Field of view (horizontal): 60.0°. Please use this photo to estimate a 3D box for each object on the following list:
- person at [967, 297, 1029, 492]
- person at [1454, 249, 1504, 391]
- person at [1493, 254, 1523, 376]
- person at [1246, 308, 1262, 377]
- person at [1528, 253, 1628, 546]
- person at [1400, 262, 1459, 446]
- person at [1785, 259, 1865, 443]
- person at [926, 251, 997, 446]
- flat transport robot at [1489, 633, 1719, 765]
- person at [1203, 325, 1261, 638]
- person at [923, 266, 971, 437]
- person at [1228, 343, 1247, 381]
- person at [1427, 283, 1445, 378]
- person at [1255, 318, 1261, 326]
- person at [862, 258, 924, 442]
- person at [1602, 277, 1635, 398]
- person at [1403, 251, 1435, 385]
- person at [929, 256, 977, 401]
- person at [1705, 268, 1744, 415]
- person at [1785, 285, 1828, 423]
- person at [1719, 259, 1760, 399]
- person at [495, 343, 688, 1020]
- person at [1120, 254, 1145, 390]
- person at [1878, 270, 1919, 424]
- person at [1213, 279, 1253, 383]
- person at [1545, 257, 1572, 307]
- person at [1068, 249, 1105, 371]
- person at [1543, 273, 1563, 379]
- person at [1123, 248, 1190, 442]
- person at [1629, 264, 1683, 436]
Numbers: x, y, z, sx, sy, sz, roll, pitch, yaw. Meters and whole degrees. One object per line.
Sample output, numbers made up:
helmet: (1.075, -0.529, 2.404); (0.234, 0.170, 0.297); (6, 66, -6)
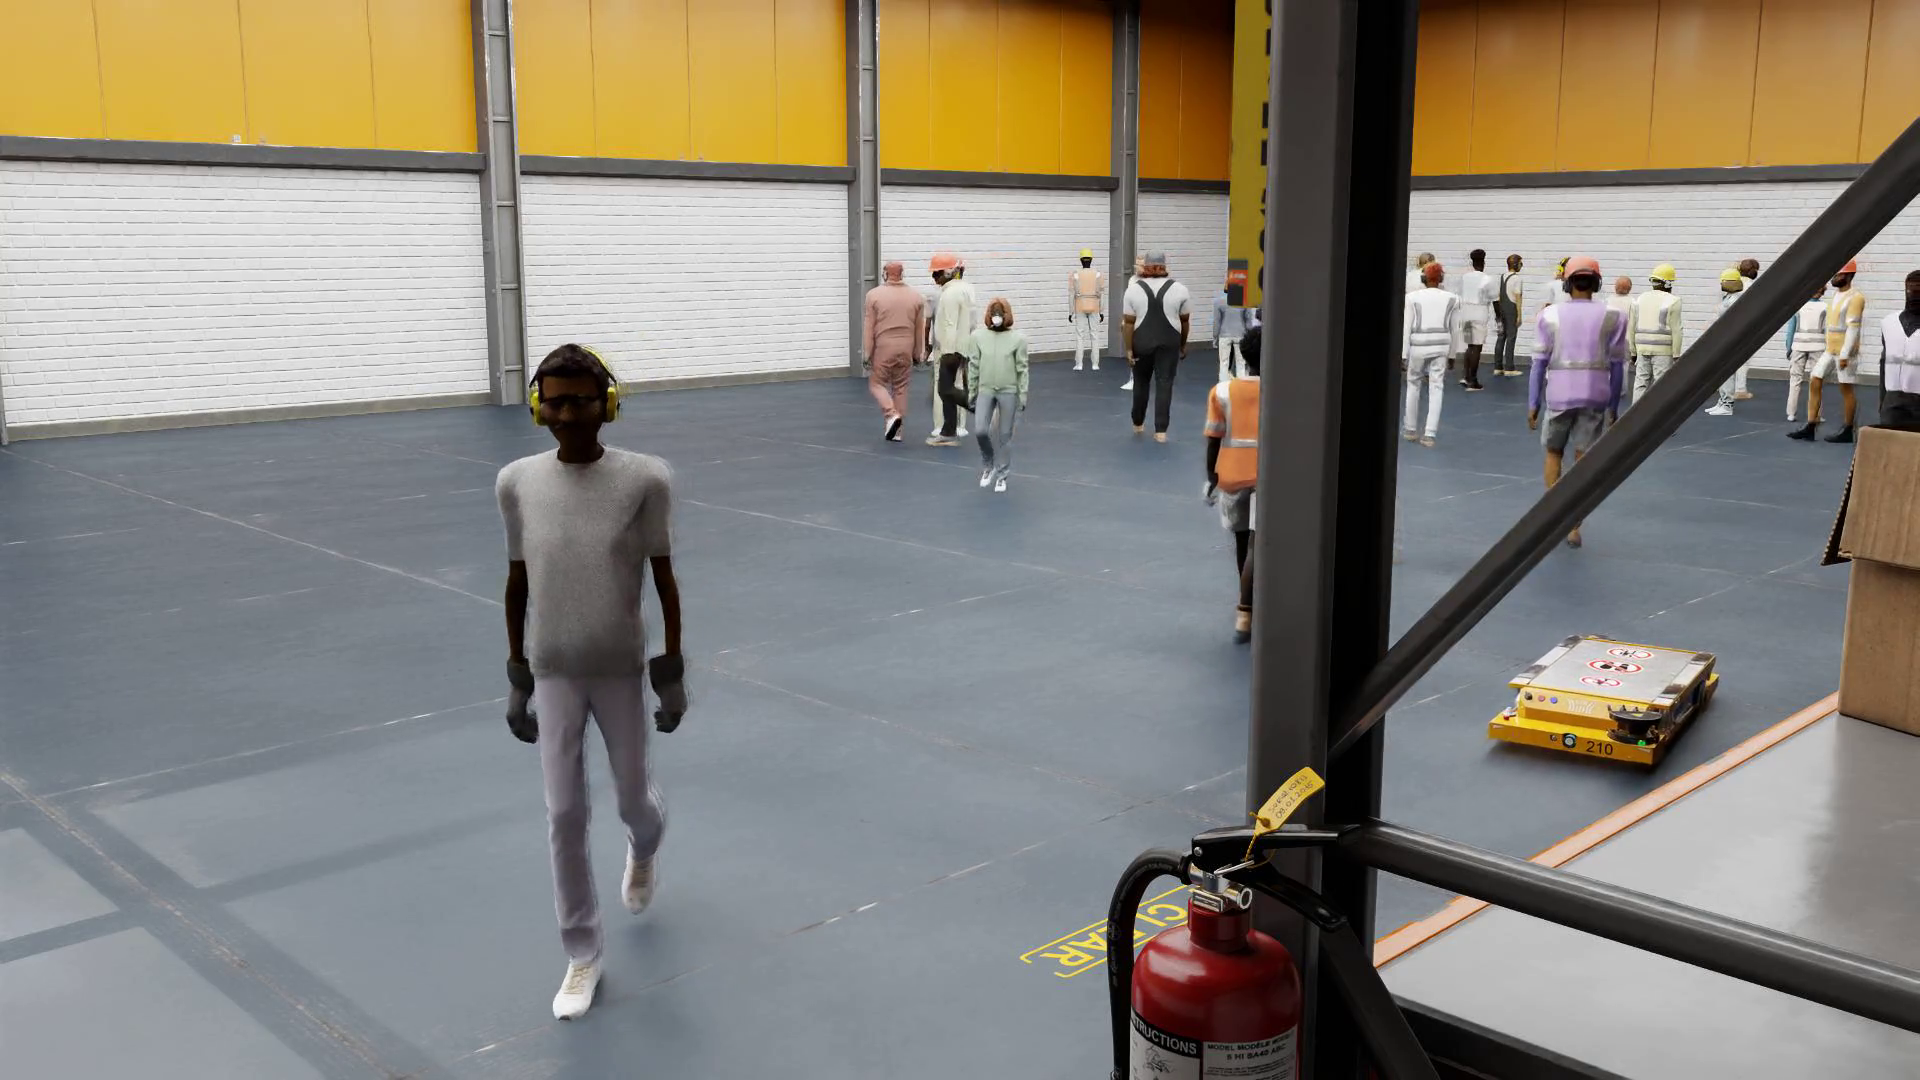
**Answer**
person: (0.313, -1.206, 13.837); (0.520, 1.620, 0.341); (2, 11, 9)
person: (7.143, -3.026, 22.911); (0.481, 1.942, 0.651); (-9, 14, -39)
person: (8.354, -3.410, 25.274); (0.339, 1.845, 0.507); (-4, 11, -20)
person: (2.075, -0.805, 11.128); (0.496, 1.829, 0.674); (2, 11, 8)
person: (4.268, -0.968, 11.521); (0.616, 2.010, 0.525); (4, 11, 20)
person: (4.795, -1.919, 17.115); (0.612, 1.850, 0.853); (1, 10, 3)
person: (8.897, -1.940, 17.060); (0.780, 1.913, 0.571); (-1, 10, -3)
person: (-0.011, -1.912, 16.756); (0.667, 1.966, 0.646); (0, 10, 0)
flat transport robot: (2.873, 0.668, 7.333); (0.652, 0.197, 1.431); (7, 12, 33)
person: (1.605, -0.331, 8.996); (0.544, 1.646, 0.897); (4, 11, 23)
person: (-0.128, -2.019, 17.621); (0.532, 1.869, 0.311); (0, 10, -1)
person: (4.098, -3.087, 23.963); (0.686, 1.664, 0.557); (5, 11, 25)
person: (7.006, -3.315, 24.982); (0.533, 1.766, 0.317); (5, 11, 24)
person: (2.580, -1.206, 13.093); (0.548, 1.913, 0.469); (1, 10, 5)
person: (-0.682, -1.935, 17.089); (0.667, 1.892, 0.487); (-5, 11, -24)
person: (8.544, -2.609, 21.577); (0.536, 1.586, 0.856); (4, 11, 23)
person: (6.374, -3.116, 23.508); (0.714, 1.913, 0.642); (-4, 11, -19)
person: (-0.087, -2.654, 21.092); (0.558, 1.884, 0.986); (8, 13, 38)
person: (9.128, -2.361, 19.833); (0.294, 1.744, 0.487); (3, 11, 17)
person: (9.688, -2.148, 18.959); (0.522, 1.636, 0.310); (9, 13, 39)
person: (10.234, -2.751, 21.729); (0.452, 1.828, 0.649); (-3, 11, -18)
person: (-1.039, 0.354, 4.758); (0.521, 1.851, 0.720); (0, 10, -2)
person: (2.591, -3.035, 23.152); (0.813, 1.874, 0.647); (-6, 12, -28)
person: (7.286, -1.113, 12.662); (0.962, 1.882, 0.608); (-7, 12, -32)
person: (3.466, -2.553, 21.174); (0.499, 1.634, 0.279); (2, 11, 9)
person: (7.851, -2.719, 21.505); (0.515, 1.843, 0.650); (-3, 11, -16)
person: (1.992, -3.626, 26.249); (0.585, 1.919, 0.374); (-1, 10, -4)
person: (8.901, -3.190, 24.652); (0.509, 1.632, 0.269); (8, 13, 36)
person: (2.062, -2.083, 17.502); (0.693, 2.000, 1.012); (1, 10, 7)
person: (7.419, -2.017, 17.709); (0.403, 1.831, 0.597); (-7, 12, -33)
